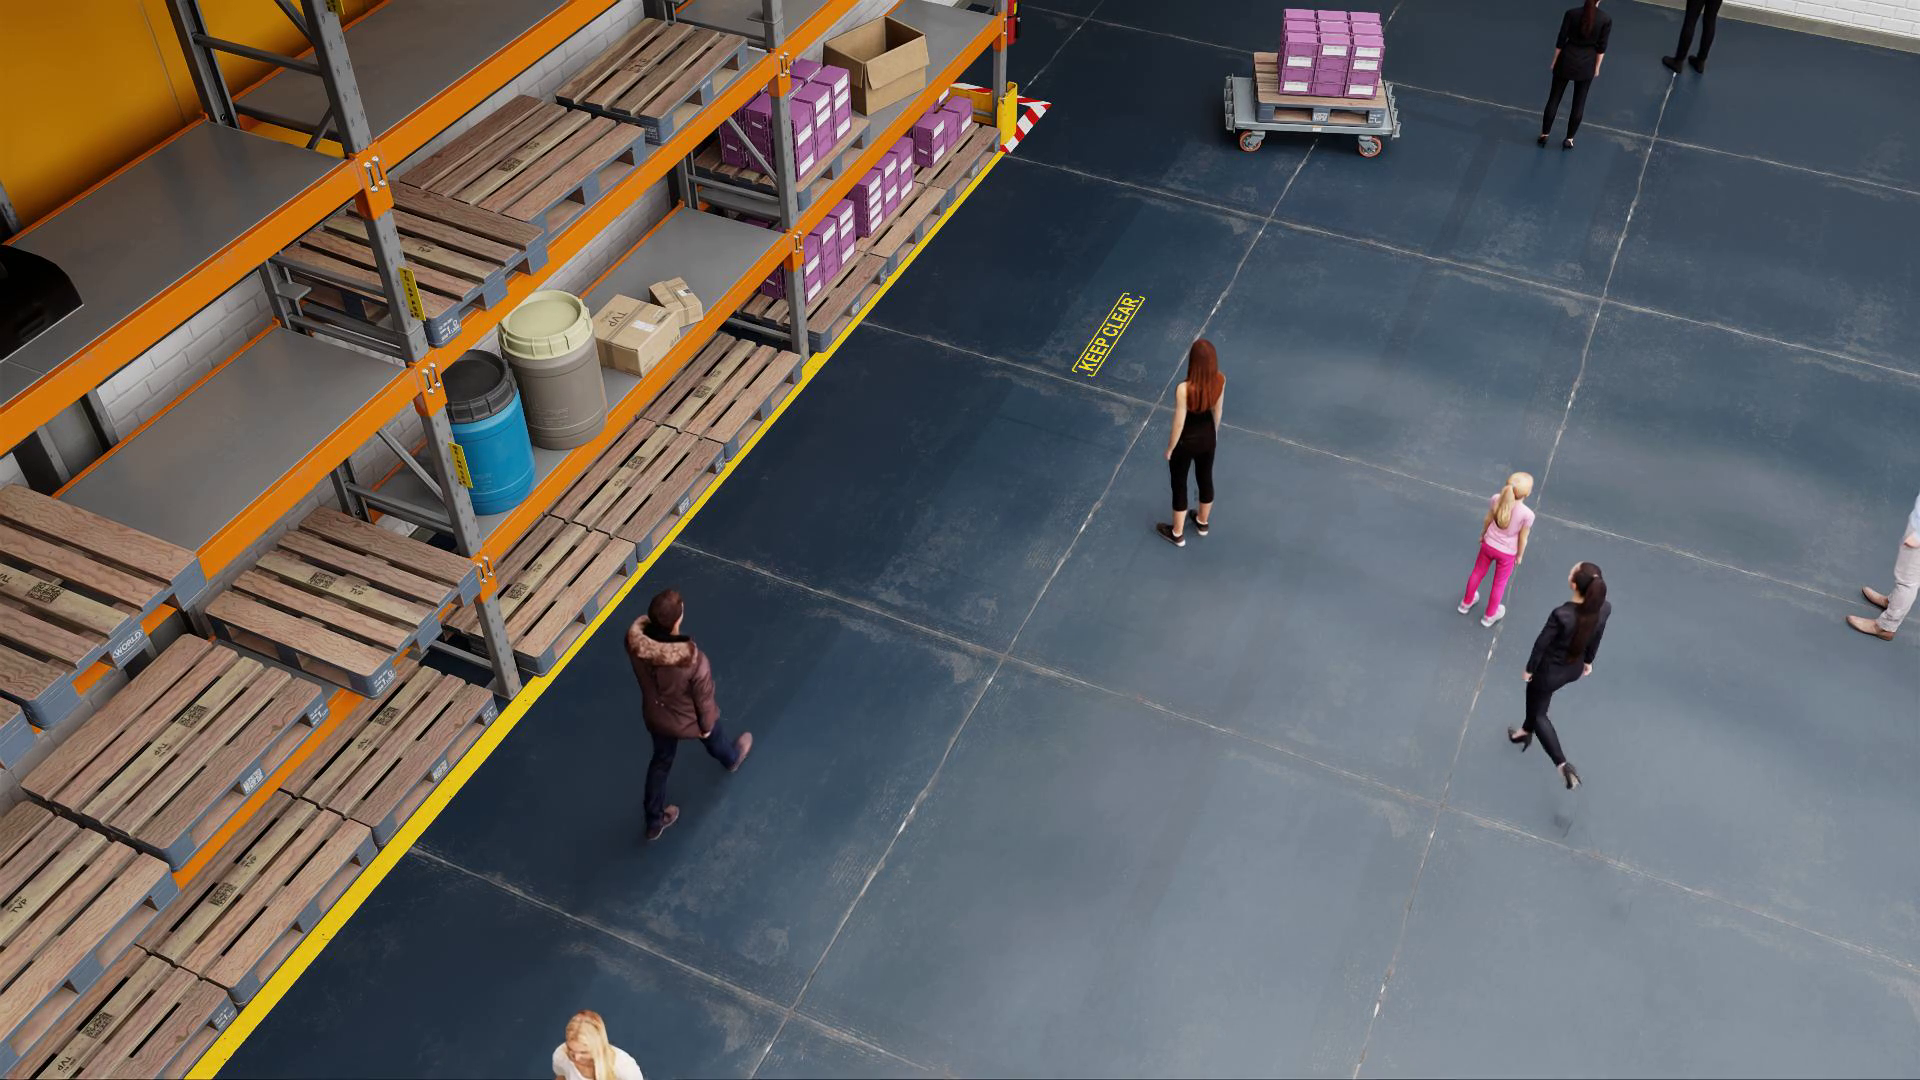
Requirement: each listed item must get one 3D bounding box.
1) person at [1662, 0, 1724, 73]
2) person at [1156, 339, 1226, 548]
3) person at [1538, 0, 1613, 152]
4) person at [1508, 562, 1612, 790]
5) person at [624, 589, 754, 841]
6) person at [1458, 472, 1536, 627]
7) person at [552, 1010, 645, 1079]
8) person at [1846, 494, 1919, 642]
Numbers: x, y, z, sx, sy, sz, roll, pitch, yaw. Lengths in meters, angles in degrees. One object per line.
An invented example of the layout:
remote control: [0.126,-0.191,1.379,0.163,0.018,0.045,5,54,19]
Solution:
person: [7.582,-5.625,16.761,0.735,1.862,0.732,-4,44,-5]
person: [1.642,-0.688,11.678,0.630,1.726,0.710,-20,47,-20]
person: [5.800,-4.465,15.689,0.595,1.660,0.531,17,46,17]
person: [3.657,0.849,10.092,0.960,1.688,1.018,-11,45,-12]
person: [-1.719,1.053,9.801,0.734,1.793,1.165,18,47,18]
person: [3.649,0.042,11.241,0.537,1.270,0.563,34,53,31]
person: [-1.640,2.727,8.060,0.681,1.771,1.144,14,45,15]
person: [6.416,-0.119,10.958,0.789,1.894,0.616,31,52,28]
